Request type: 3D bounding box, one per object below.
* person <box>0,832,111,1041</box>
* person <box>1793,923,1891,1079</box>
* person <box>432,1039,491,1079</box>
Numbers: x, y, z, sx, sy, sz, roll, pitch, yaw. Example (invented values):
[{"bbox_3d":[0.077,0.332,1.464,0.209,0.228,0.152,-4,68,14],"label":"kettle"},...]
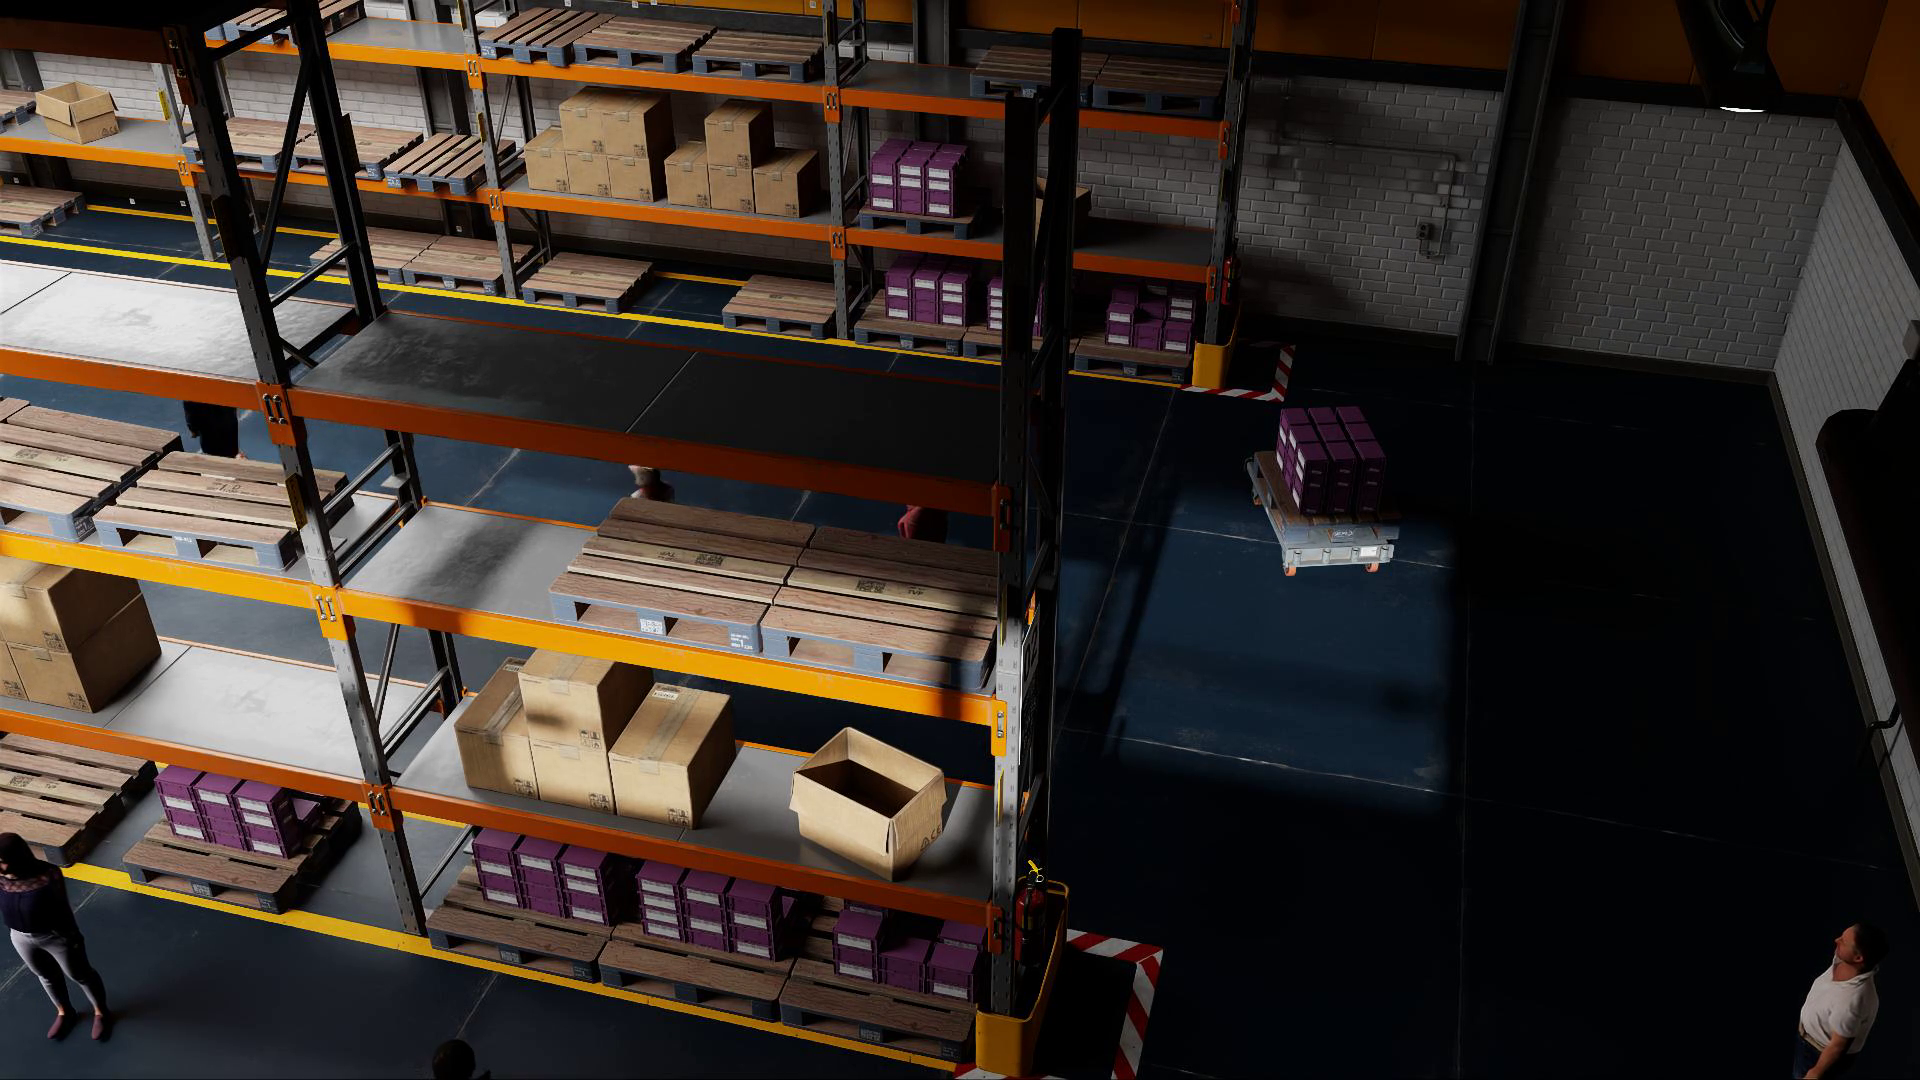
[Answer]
[{"bbox_3d":[-5.458,2.360,9.919,0.525,1.607,0.695,1,34,2],"label":"person"},{"bbox_3d":[4.727,2.776,9.067,0.637,1.856,0.710,15,37,22],"label":"person"},{"bbox_3d":[-2.520,3.207,8.598,0.595,1.659,0.655,25,41,33],"label":"person"}]
